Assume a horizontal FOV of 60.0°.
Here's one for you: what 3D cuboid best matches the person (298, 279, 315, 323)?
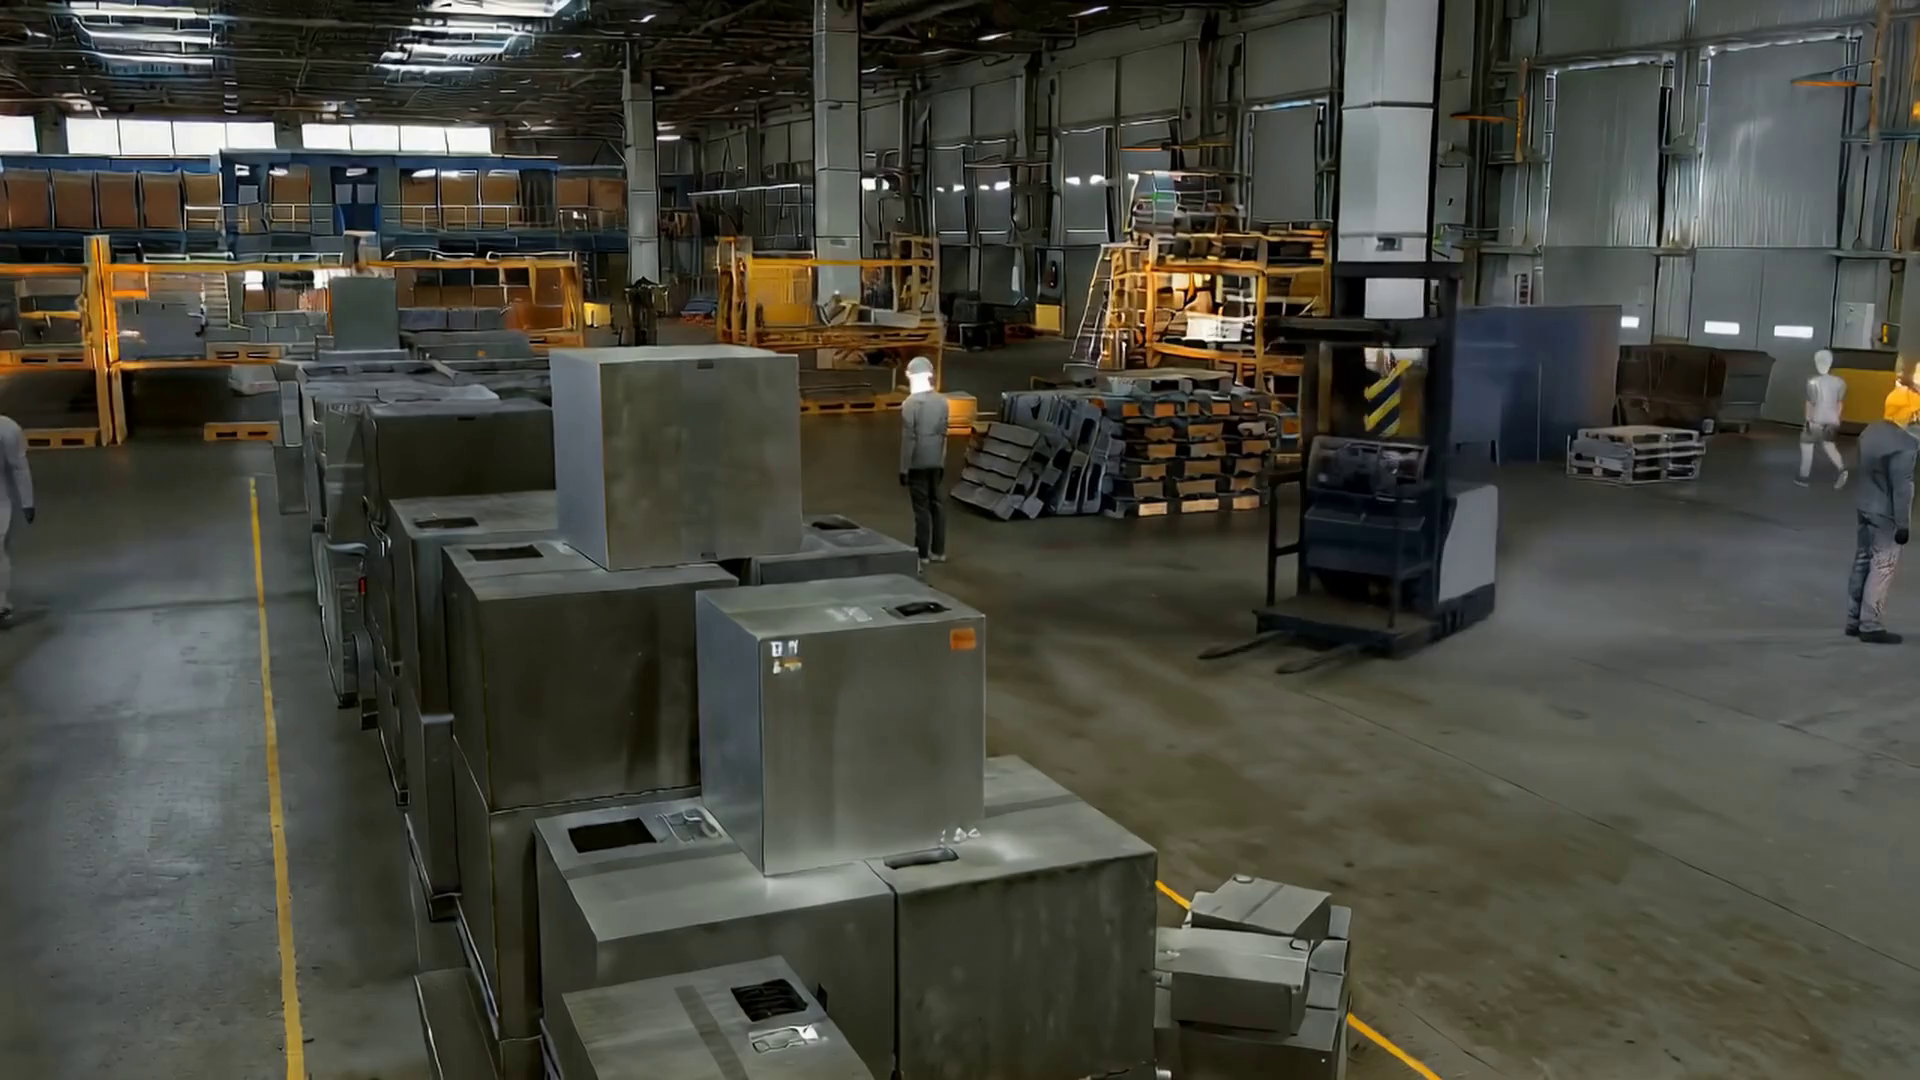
[{"bbox_3d":[-17.042,-5.830,43.414,0.355,1.938,0.634,-10,14,-43],"label":"person"}]

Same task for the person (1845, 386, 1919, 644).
[{"bbox_3d":[6.853,-0.181,12.326,0.387,1.927,0.639,0,10,1],"label":"person"}]

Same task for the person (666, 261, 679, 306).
[{"bbox_3d":[-12.854,-11.452,74.275,0.616,1.985,0.411,4,11,21],"label":"person"}]

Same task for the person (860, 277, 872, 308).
[{"bbox_3d":[-2.866,-6.785,48.879,0.606,1.878,1.001,1,10,5],"label":"person"}]

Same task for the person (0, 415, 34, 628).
[{"bbox_3d":[-7.571,-0.262,12.830,0.683,1.906,0.706,-1,10,-3],"label":"person"}]

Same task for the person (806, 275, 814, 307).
[{"bbox_3d":[-5.457,-8.997,61.476,0.575,1.727,0.482,3,11,16],"label":"person"}]

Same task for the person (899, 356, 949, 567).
[{"bbox_3d":[-0.349,-0.715,15.256,0.386,1.928,0.589,8,13,39],"label":"person"}]

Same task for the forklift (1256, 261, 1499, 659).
[{"bbox_3d":[3.252,-0.703,12.558,1.129,2.768,1.873,9,13,40],"label":"forklift"}]

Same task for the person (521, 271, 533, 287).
[{"bbox_3d":[-15.195,-8.498,58.364,0.876,1.861,0.589,8,13,37],"label":"person"}]

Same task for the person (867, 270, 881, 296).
[{"bbox_3d":[-3.078,-8.801,60.036,0.606,1.876,1.036,-7,13,-35],"label":"person"}]

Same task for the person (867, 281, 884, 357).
[{"bbox_3d":[-2.201,-5.605,42.256,0.641,1.914,0.557,4,11,22],"label":"person"}]

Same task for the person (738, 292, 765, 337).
[{"bbox_3d":[-4.702,-4.710,37.559,0.630,1.819,0.805,3,11,14],"label":"person"}]

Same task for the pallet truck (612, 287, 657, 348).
[{"bbox_3d":[-6.464,-4.406,35.401,0.823,1.965,1.885,6,12,32],"label":"pallet truck"}]

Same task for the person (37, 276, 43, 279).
[{"bbox_3d":[-28.910,-7.393,52.337,0.415,1.823,0.541,7,12,34],"label":"person"}]

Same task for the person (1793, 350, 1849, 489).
[{"bbox_3d":[10.371,-1.437,19.928,0.535,1.674,0.707,-1,10,-8],"label":"person"}]
